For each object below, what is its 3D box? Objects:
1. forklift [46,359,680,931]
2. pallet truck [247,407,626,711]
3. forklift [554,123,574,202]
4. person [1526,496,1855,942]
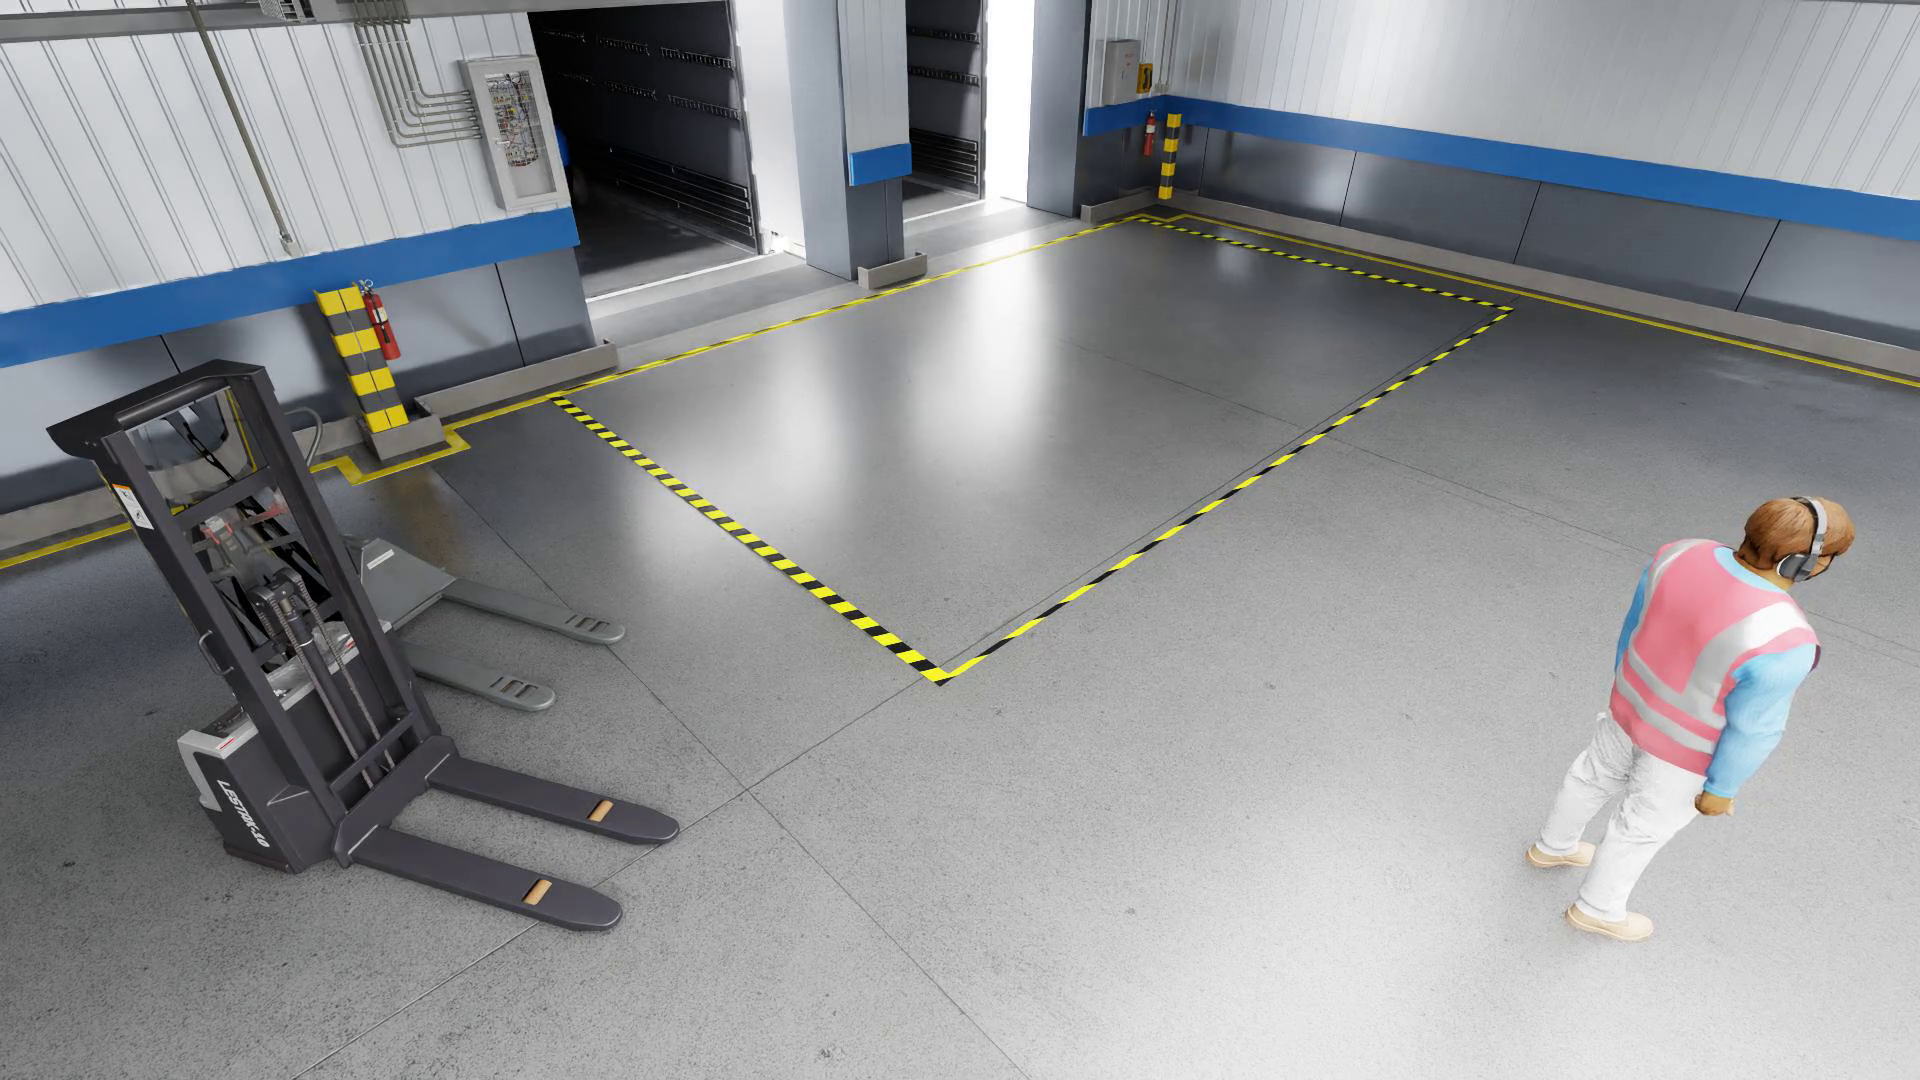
[{"bbox_3d":[-2.135,0.422,3.354,1.885,1.965,0.823,10,35,14],"label":"forklift"},{"bbox_3d":[-2.628,0.038,4.590,1.601,1.201,0.680,12,36,18],"label":"pallet truck"},{"bbox_3d":[-6.144,-5.605,11.897,1.157,2.036,2.680,-26,42,-33],"label":"forklift"},{"bbox_3d":[2.473,0.647,3.161,0.429,1.843,0.625,0,34,0],"label":"person"}]
